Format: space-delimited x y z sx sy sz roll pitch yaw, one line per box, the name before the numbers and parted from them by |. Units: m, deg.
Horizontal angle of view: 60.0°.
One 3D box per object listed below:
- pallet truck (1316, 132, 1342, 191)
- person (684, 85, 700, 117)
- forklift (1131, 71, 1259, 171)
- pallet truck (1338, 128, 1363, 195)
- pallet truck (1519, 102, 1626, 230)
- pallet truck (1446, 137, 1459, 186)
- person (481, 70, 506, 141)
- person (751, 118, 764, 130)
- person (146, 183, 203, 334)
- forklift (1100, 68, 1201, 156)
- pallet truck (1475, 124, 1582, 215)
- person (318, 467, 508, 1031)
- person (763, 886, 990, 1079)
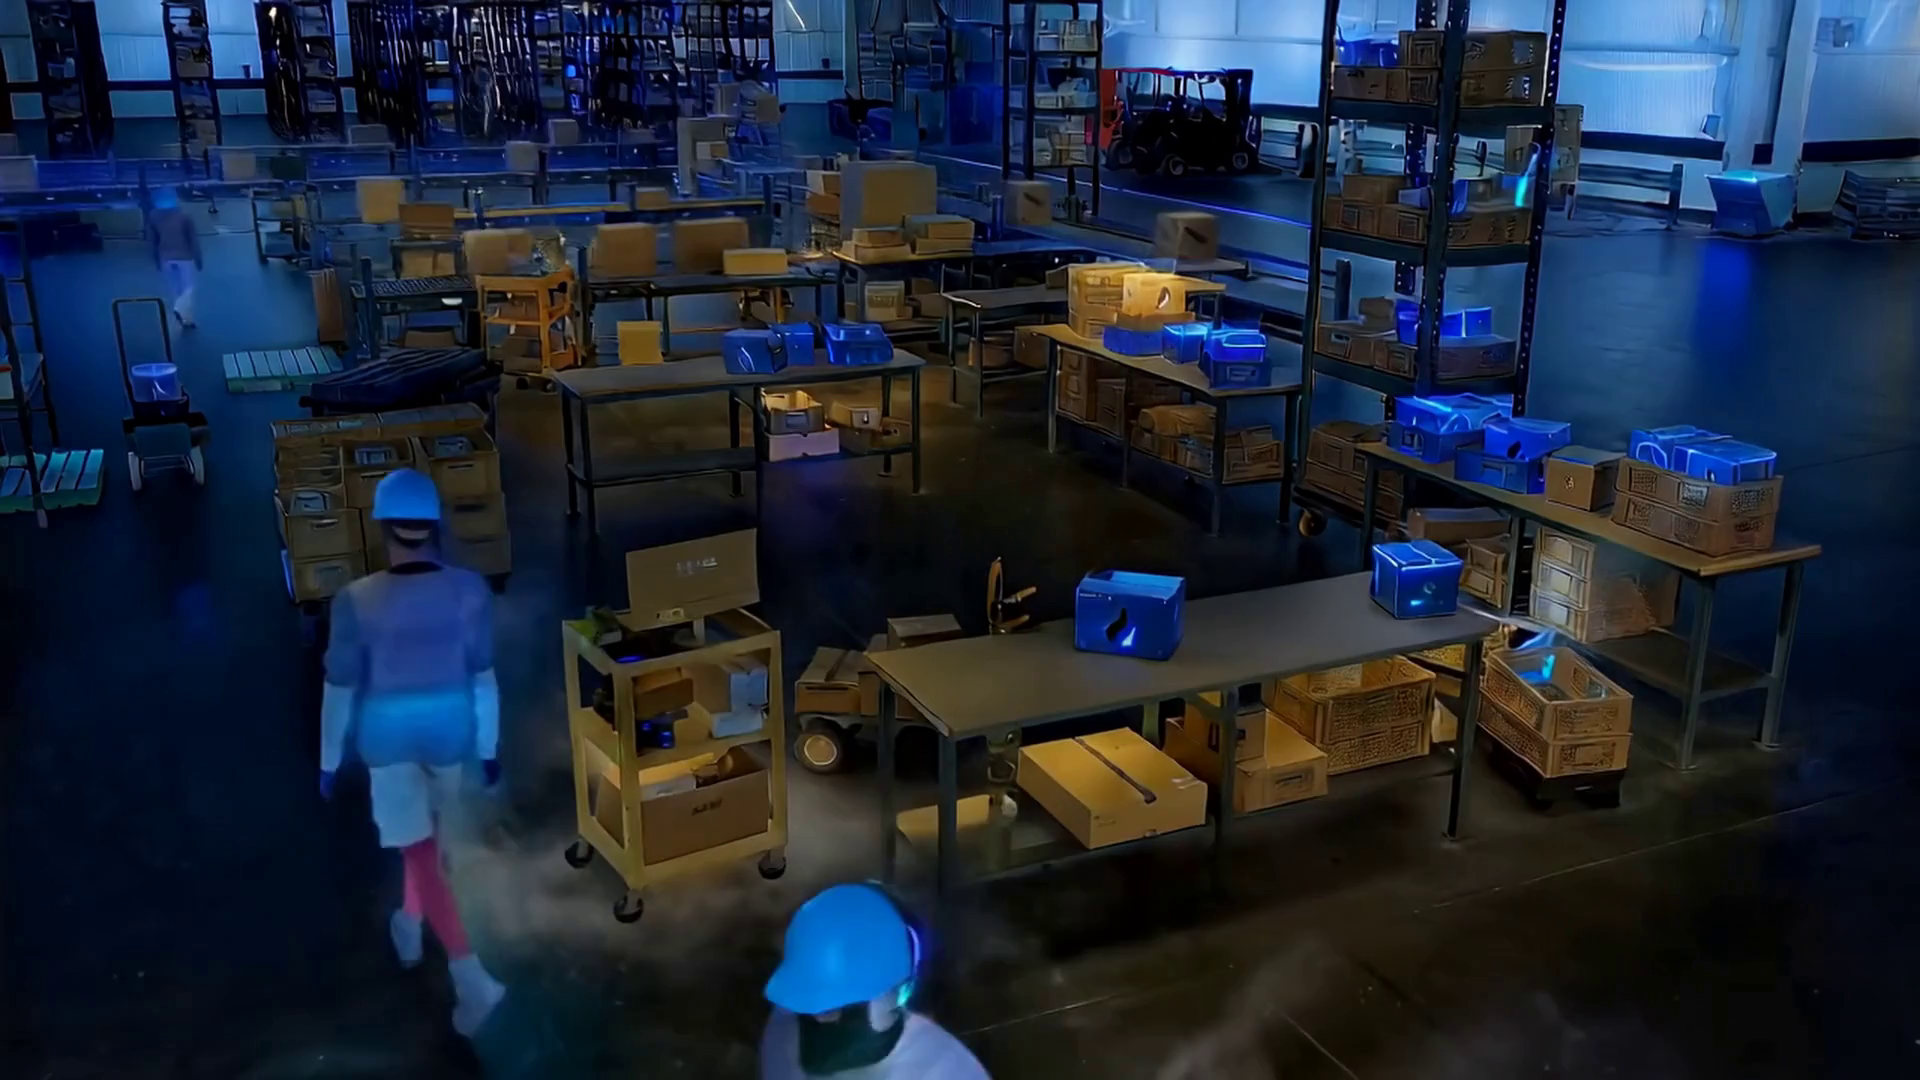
pallet truck | 7.723 -7.504 32.656 1.601 1.201 0.680 -8 19 -23
person | -5.889 -9.103 36.708 0.438 1.831 0.600 -3 18 -10
forklift | 4.998 -8.936 35.413 2.680 1.987 1.157 -9 20 -25
pallet truck | 7.845 -7.140 31.411 1.522 1.261 0.704 -9 20 -25
pallet truck | 9.972 -6.037 26.785 1.885 1.965 0.823 -9 20 -25
pallet truck | 9.184 -6.485 29.328 1.630 1.274 0.653 -8 19 -23
person | -12.518 -11.738 44.825 0.959 1.935 0.633 -3 18 -9
person | -4.276 -8.816 35.980 0.845 1.733 0.527 -5 18 -14
person | -8.394 -2.984 17.766 0.517 1.618 0.545 1 18 4
forklift | 4.082 -9.564 37.410 2.680 1.987 1.157 -8 19 -23
pallet truck | 9.707 -6.455 28.103 1.885 1.965 0.823 -7 19 -20
person | -1.841 0.716 5.709 0.617 1.888 0.954 -12 21 -32
person | -0.268 1.525 3.280 0.797 1.800 0.619 -17 24 -42
